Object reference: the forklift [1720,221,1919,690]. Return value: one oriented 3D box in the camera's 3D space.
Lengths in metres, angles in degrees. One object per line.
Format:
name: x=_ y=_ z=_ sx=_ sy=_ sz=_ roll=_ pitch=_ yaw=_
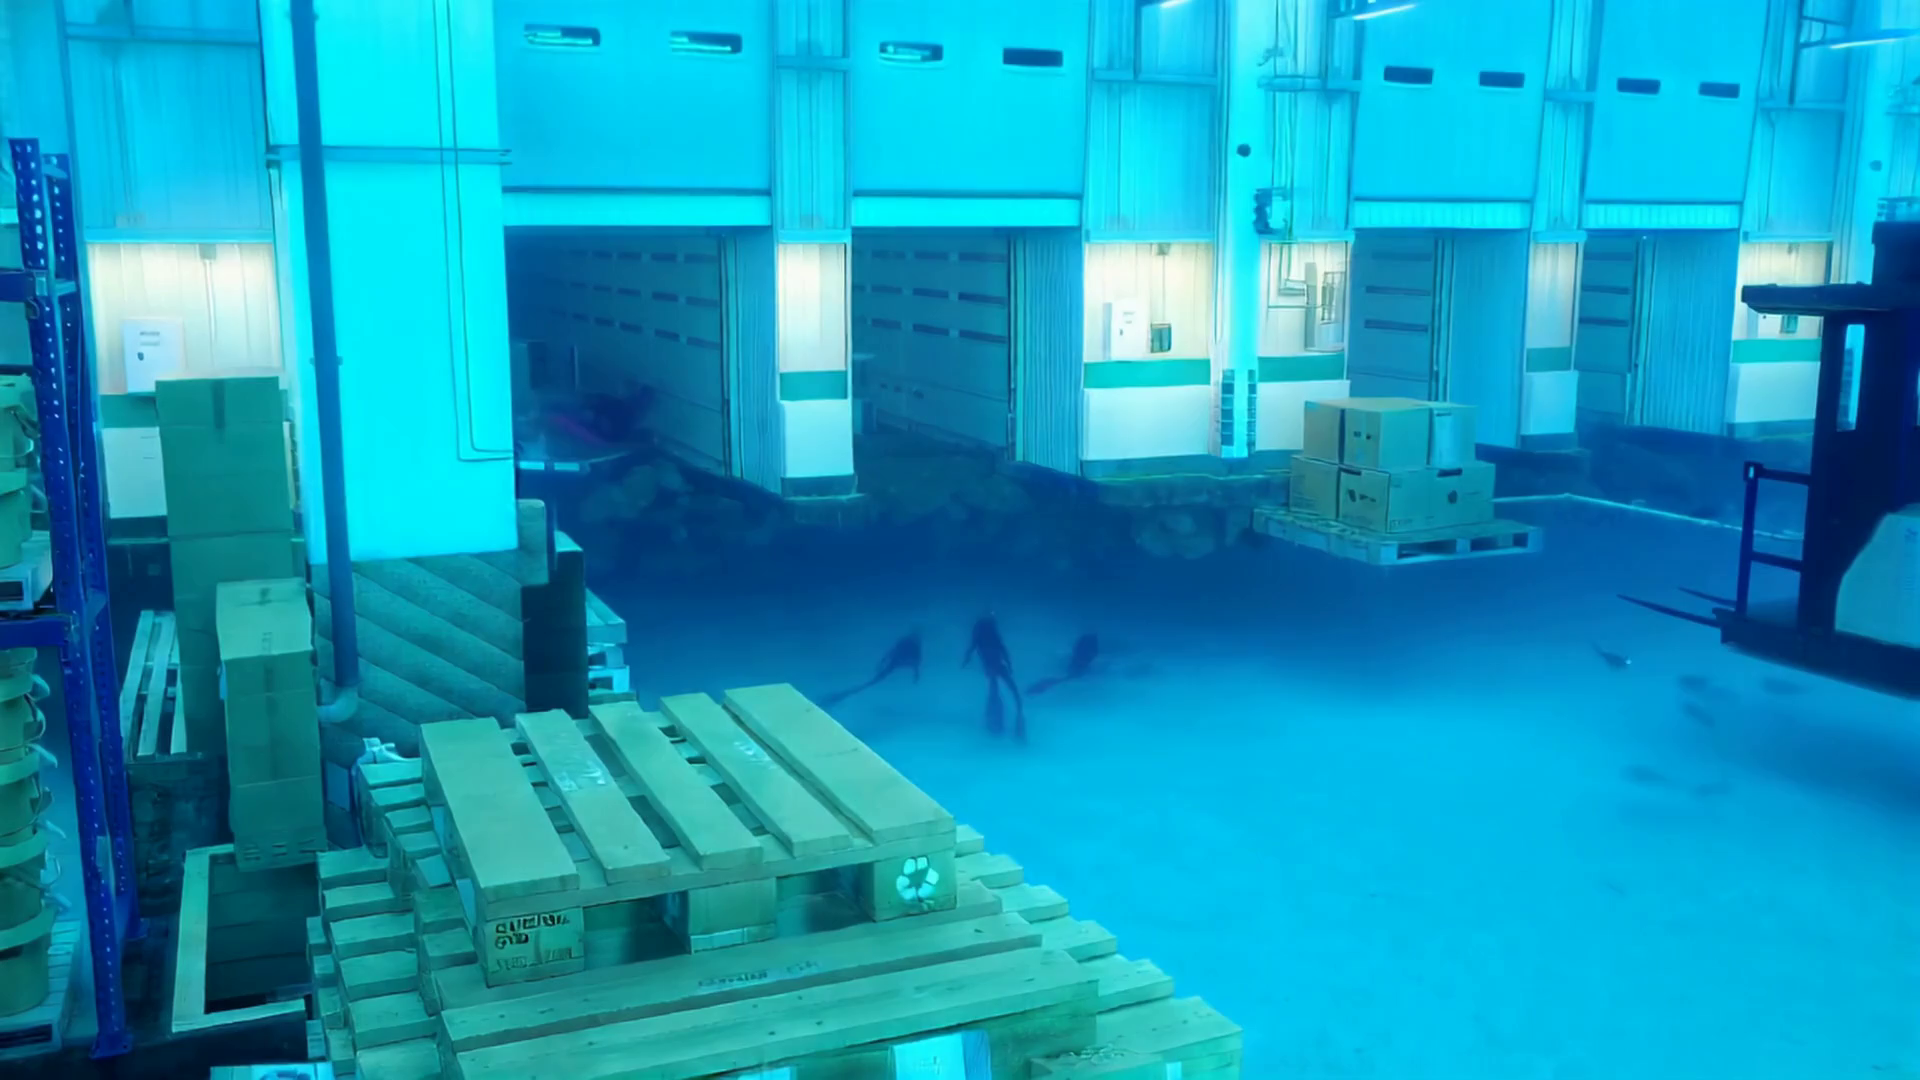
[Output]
forklift: x=5.949 y=-0.550 z=10.218 sx=1.129 sy=2.768 sz=1.873 roll=-4 pitch=11 yaw=-23
